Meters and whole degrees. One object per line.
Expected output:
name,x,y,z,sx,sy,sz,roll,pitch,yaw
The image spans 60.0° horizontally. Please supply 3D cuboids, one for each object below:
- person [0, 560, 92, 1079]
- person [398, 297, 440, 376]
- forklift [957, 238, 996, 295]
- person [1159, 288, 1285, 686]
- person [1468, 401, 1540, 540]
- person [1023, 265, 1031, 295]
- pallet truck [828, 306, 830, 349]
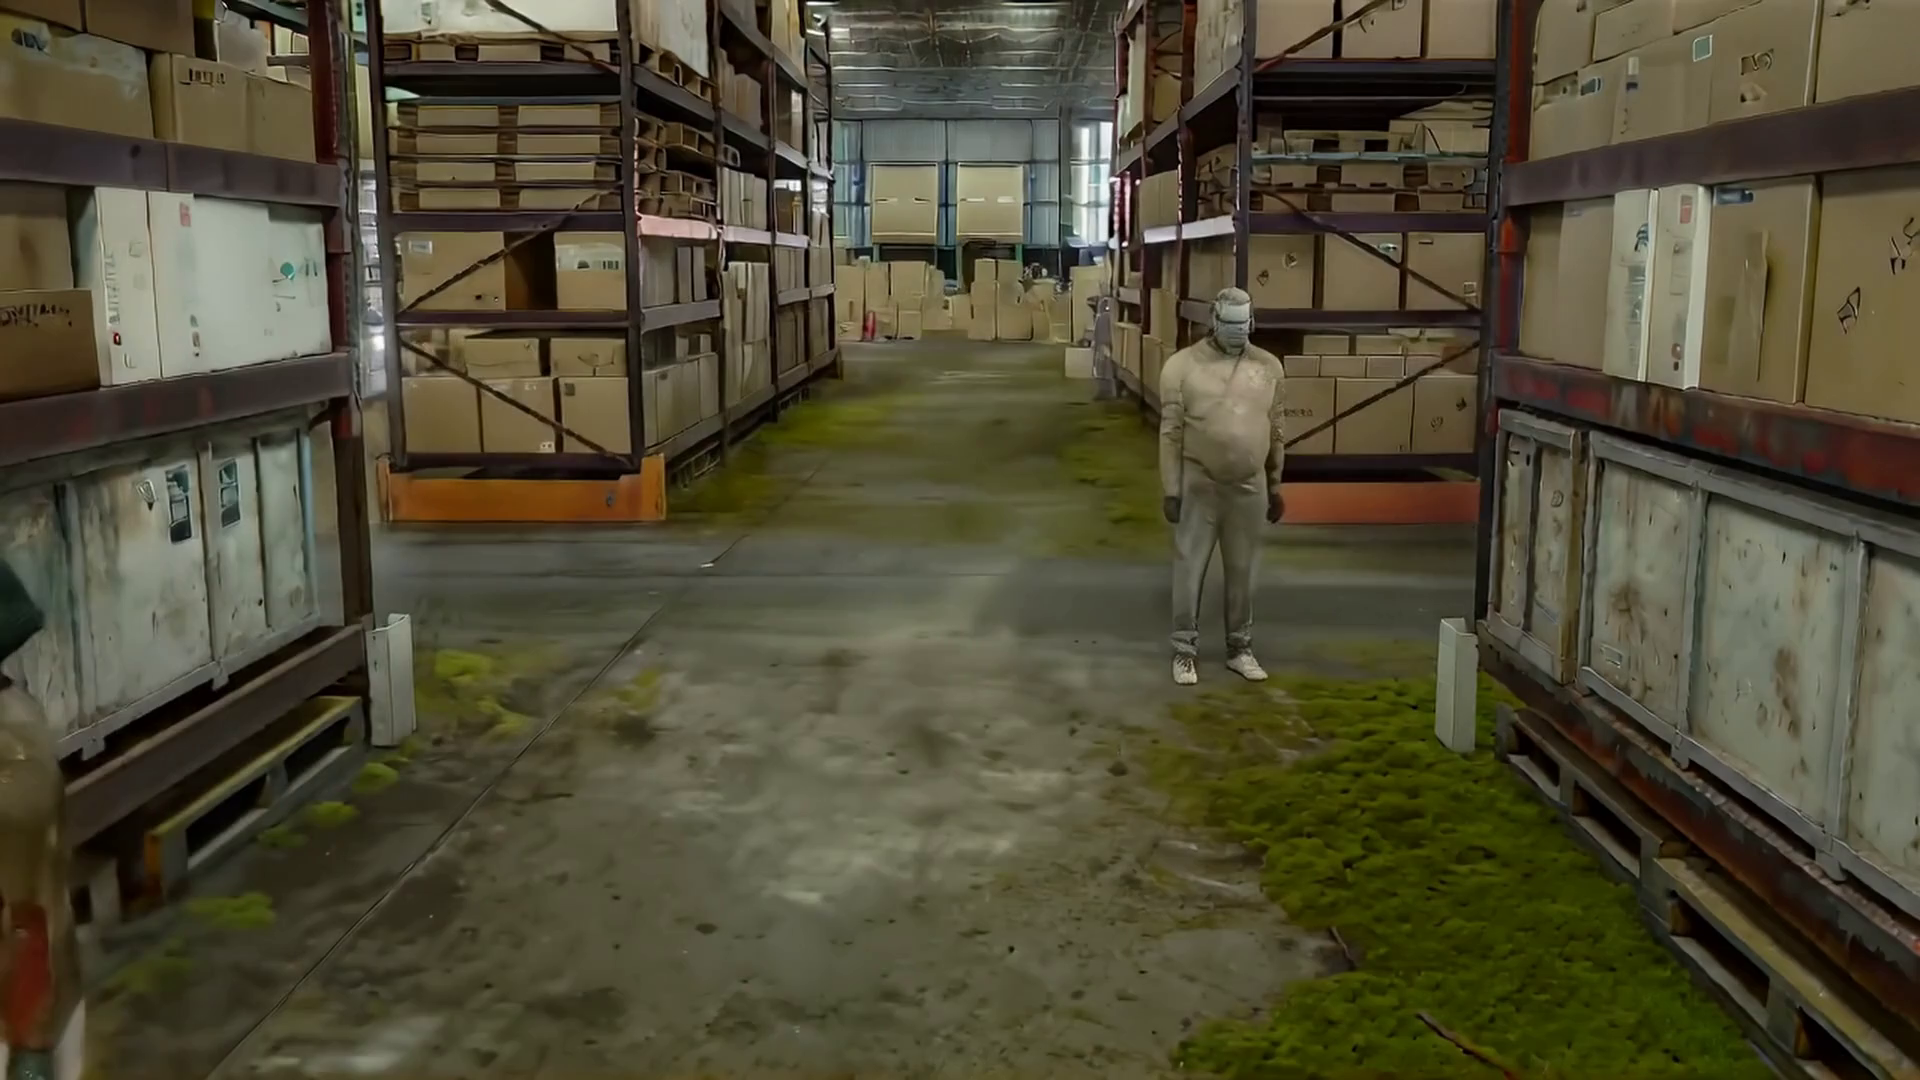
person,-1.568,0.772,2.688,0.502,1.632,0.278,8,13,41
person,-7.899,-2.930,24.313,0.632,1.818,0.837,0,9,-1
forklift,0.728,-8.852,56.586,1.129,2.768,1.873,-4,10,-24
person,1.271,-0.252,8.000,0.639,1.903,0.409,-2,10,-13
person,3.967,-0.750,11.667,0.755,1.671,0.533,0,9,-1
person,2.375,-8.927,59.894,0.373,1.934,0.632,-2,10,-13
pallet truck,-3.100,-3.940,29.800,1.885,1.965,0.823,3,10,19
